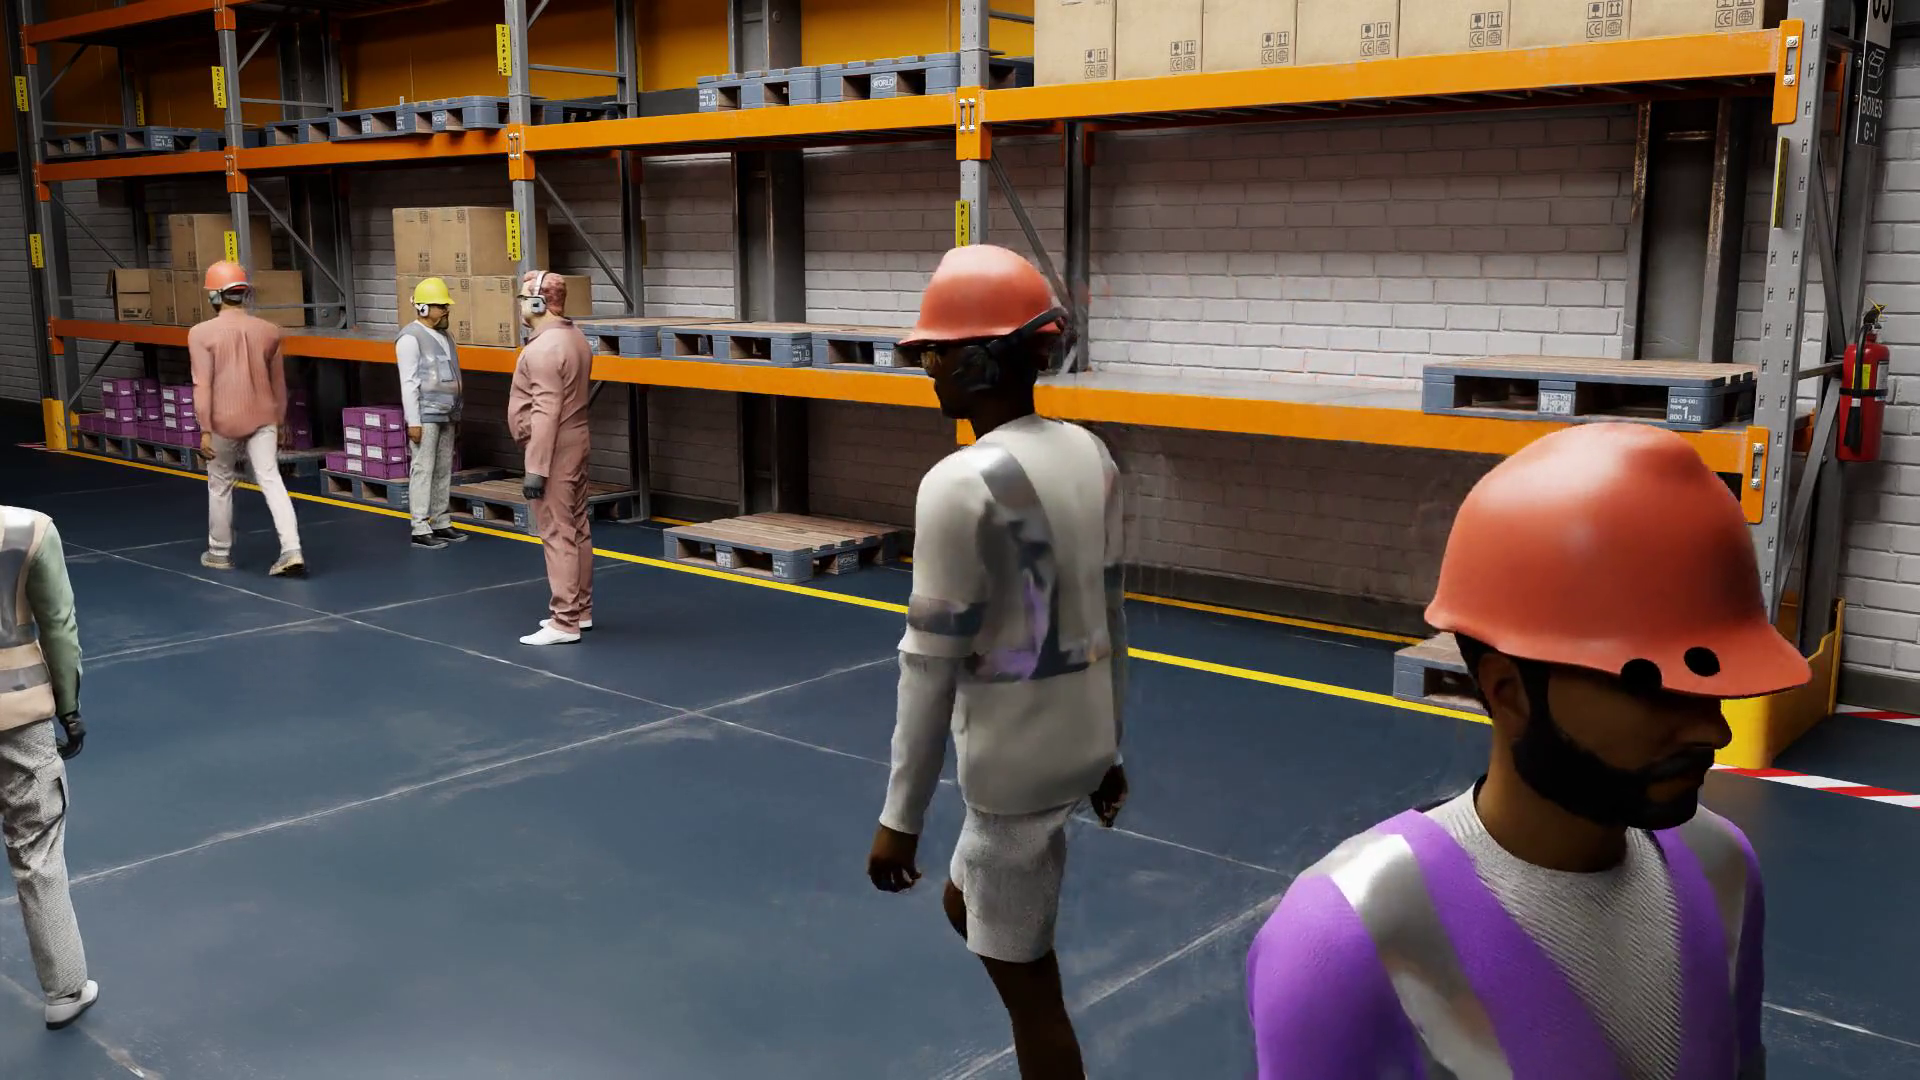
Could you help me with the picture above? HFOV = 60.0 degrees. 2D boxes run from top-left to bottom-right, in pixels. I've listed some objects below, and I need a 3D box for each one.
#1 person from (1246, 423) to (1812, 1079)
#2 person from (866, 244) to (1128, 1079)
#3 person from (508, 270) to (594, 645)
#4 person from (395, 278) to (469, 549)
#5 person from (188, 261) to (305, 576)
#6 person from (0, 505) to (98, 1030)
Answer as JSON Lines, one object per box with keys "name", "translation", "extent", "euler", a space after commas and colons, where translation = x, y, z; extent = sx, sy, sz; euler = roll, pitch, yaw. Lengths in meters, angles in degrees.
{"name": "person", "translation": [0.514, 0.827, 1.523], "extent": [0.558, 1.890, 0.977], "euler": [-6, 12, -32]}
{"name": "person", "translation": [0.107, 0.444, 3.302], "extent": [0.505, 2.023, 0.619], "euler": [5, 11, 24]}
{"name": "person", "translation": [-2.103, -0.417, 8.534], "extent": [0.406, 1.911, 0.636], "euler": [1, 10, 4]}
{"name": "person", "translation": [-3.570, -0.857, 11.293], "extent": [0.404, 1.824, 0.596], "euler": [2, 10, 13]}
{"name": "person", "translation": [-4.424, -0.744, 10.288], "extent": [1.027, 1.953, 0.631], "euler": [8, 13, 40]}
{"name": "person", "translation": [-2.503, 0.474, 4.222], "extent": [0.514, 1.642, 0.310], "euler": [-4, 11, -23]}
